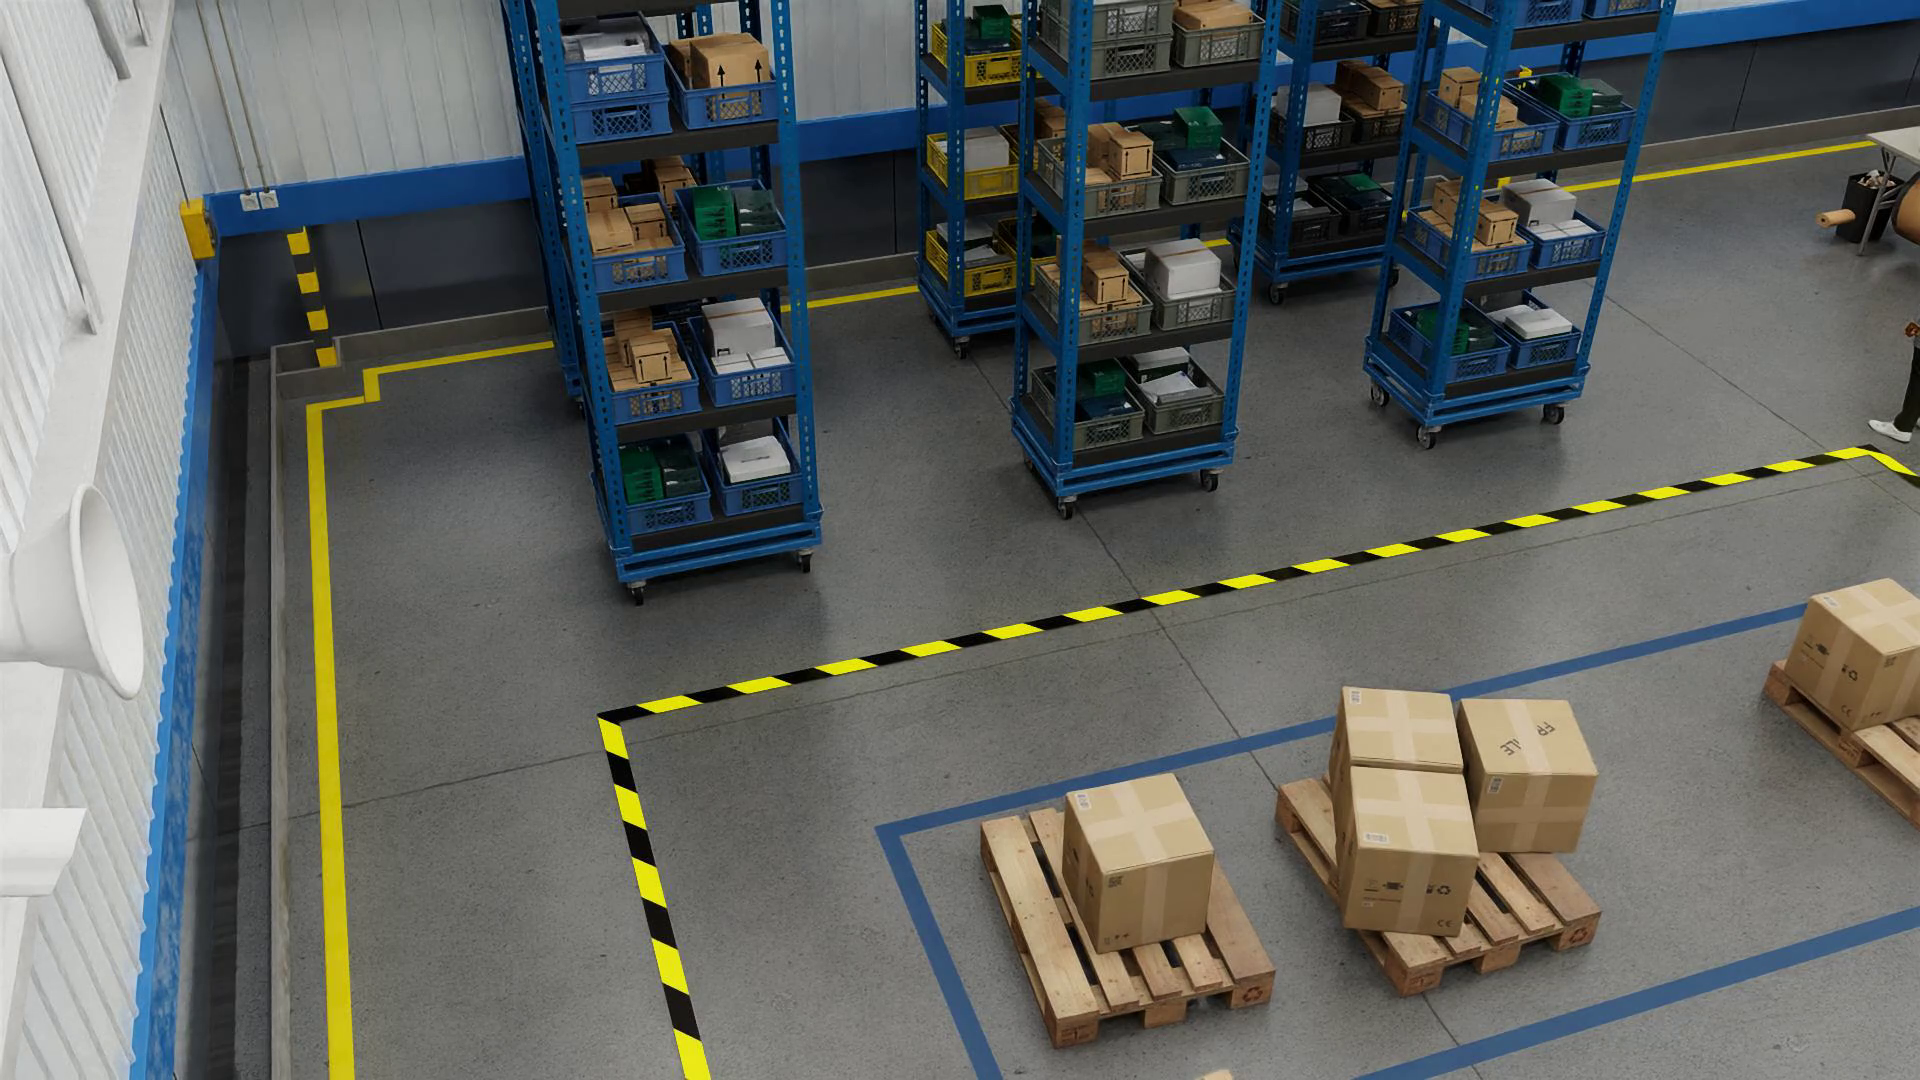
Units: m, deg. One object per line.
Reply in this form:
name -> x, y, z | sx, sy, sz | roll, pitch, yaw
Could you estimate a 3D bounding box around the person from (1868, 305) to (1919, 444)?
person -> 6.420, -1.486, 10.789 | 0.589, 1.852, 0.367 | -12, 37, -16
